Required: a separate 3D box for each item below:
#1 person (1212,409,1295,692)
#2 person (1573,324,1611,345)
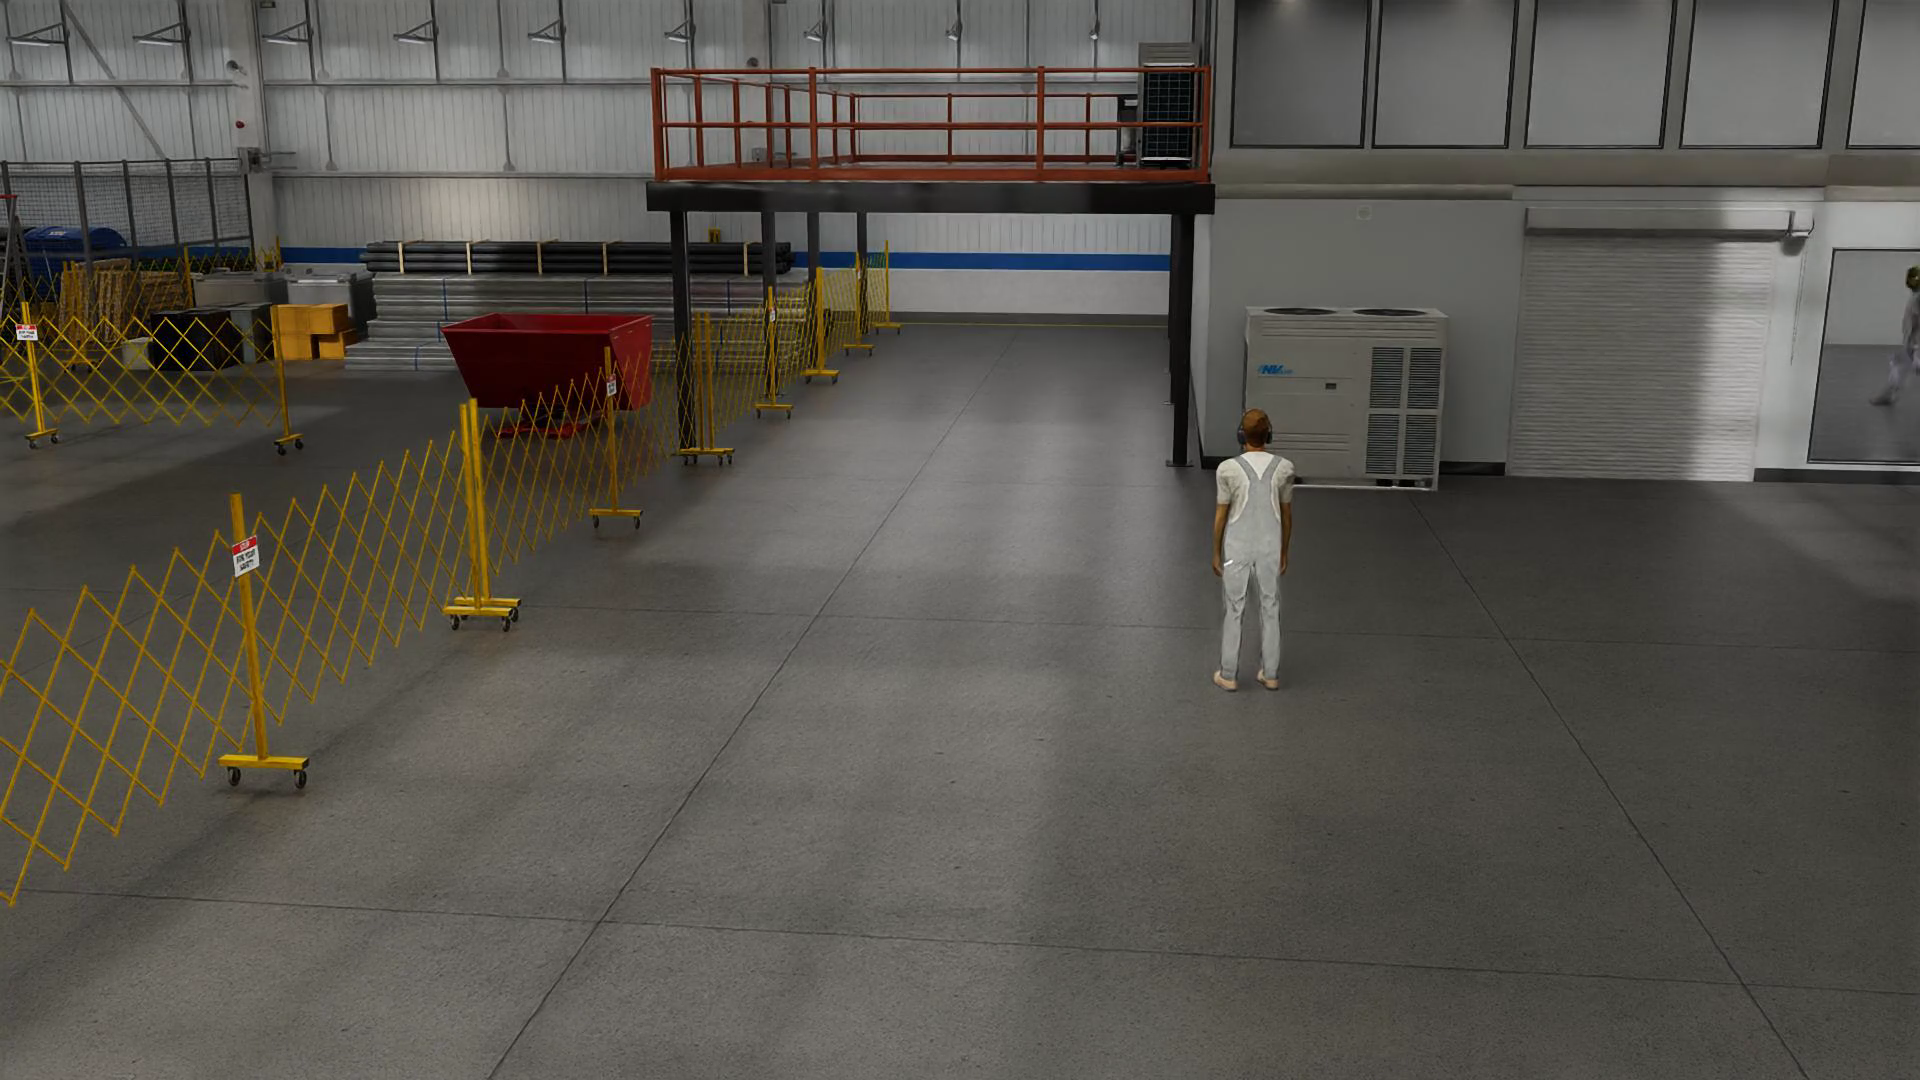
[{"bbox_3d":[1.873,0.074,10.673,0.503,1.837,0.351,-1,14,-4],"label":"person"},{"bbox_3d":[7.236,-2.094,19.452,0.902,1.861,0.655,-2,14,-8],"label":"person"}]
